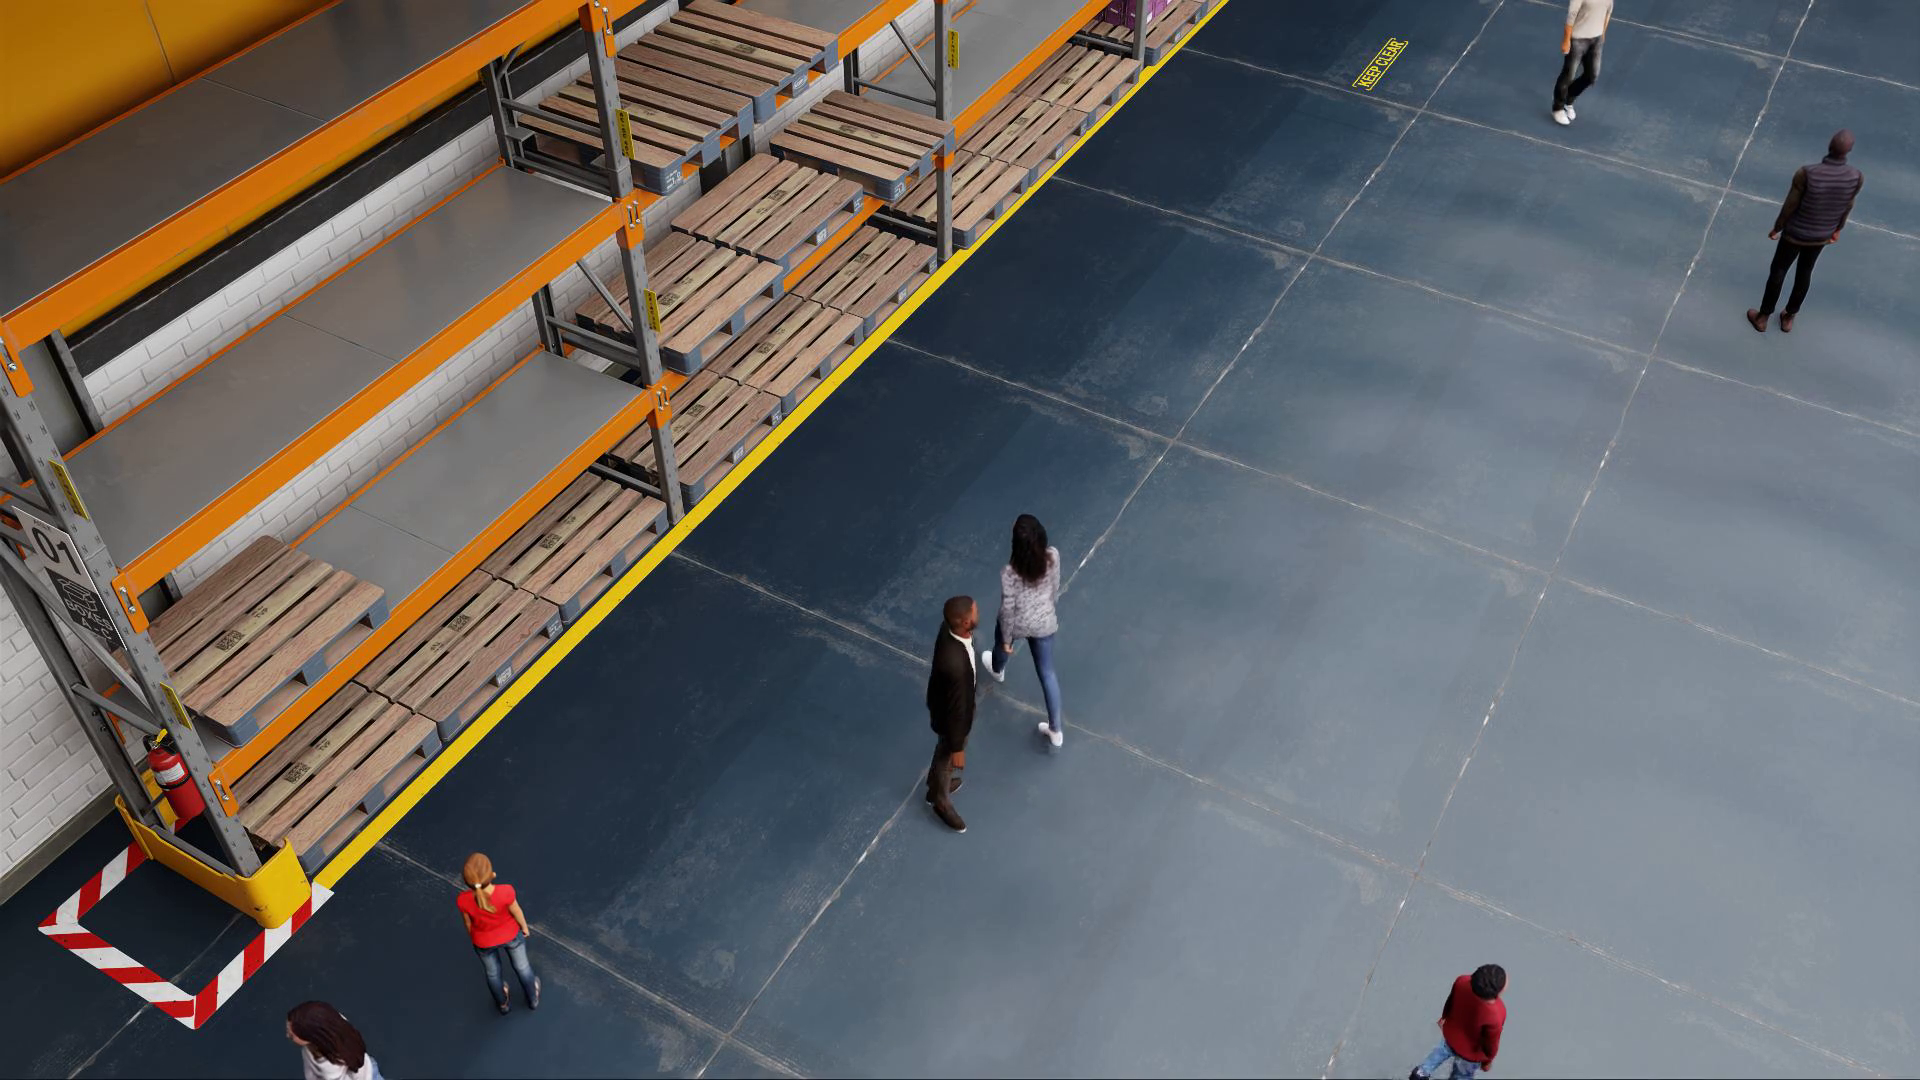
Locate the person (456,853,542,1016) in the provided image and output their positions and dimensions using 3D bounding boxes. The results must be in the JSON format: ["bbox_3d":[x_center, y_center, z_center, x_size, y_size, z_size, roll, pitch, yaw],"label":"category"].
[{"bbox_3d":[-2.532,2.166,9.087,0.549,1.307,0.610,-11,45,-11],"label":"person"}]

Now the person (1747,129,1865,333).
[{"bbox_3d":[6.933,-2.524,13.628,0.777,1.835,0.732,3,44,4],"label":"person"}]

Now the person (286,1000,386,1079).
[{"bbox_3d":[-2.952,2.714,8.306,1.099,1.592,1.022,-13,45,-13],"label":"person"}]

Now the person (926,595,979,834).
[{"bbox_3d":[-0.057,1.004,9.955,0.925,1.793,0.727,8,44,8],"label":"person"}]

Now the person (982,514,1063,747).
[{"bbox_3d":[0.474,0.580,10.478,1.209,1.684,1.148,-18,47,-18],"label":"person"}]

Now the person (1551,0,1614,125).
[{"bbox_3d":[6.026,-4.942,16.192,0.774,1.799,0.838,-12,45,-12],"label":"person"}]

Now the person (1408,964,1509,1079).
[{"bbox_3d":[2.592,2.610,8.664,0.706,1.248,0.644,-15,46,-15],"label":"person"}]
